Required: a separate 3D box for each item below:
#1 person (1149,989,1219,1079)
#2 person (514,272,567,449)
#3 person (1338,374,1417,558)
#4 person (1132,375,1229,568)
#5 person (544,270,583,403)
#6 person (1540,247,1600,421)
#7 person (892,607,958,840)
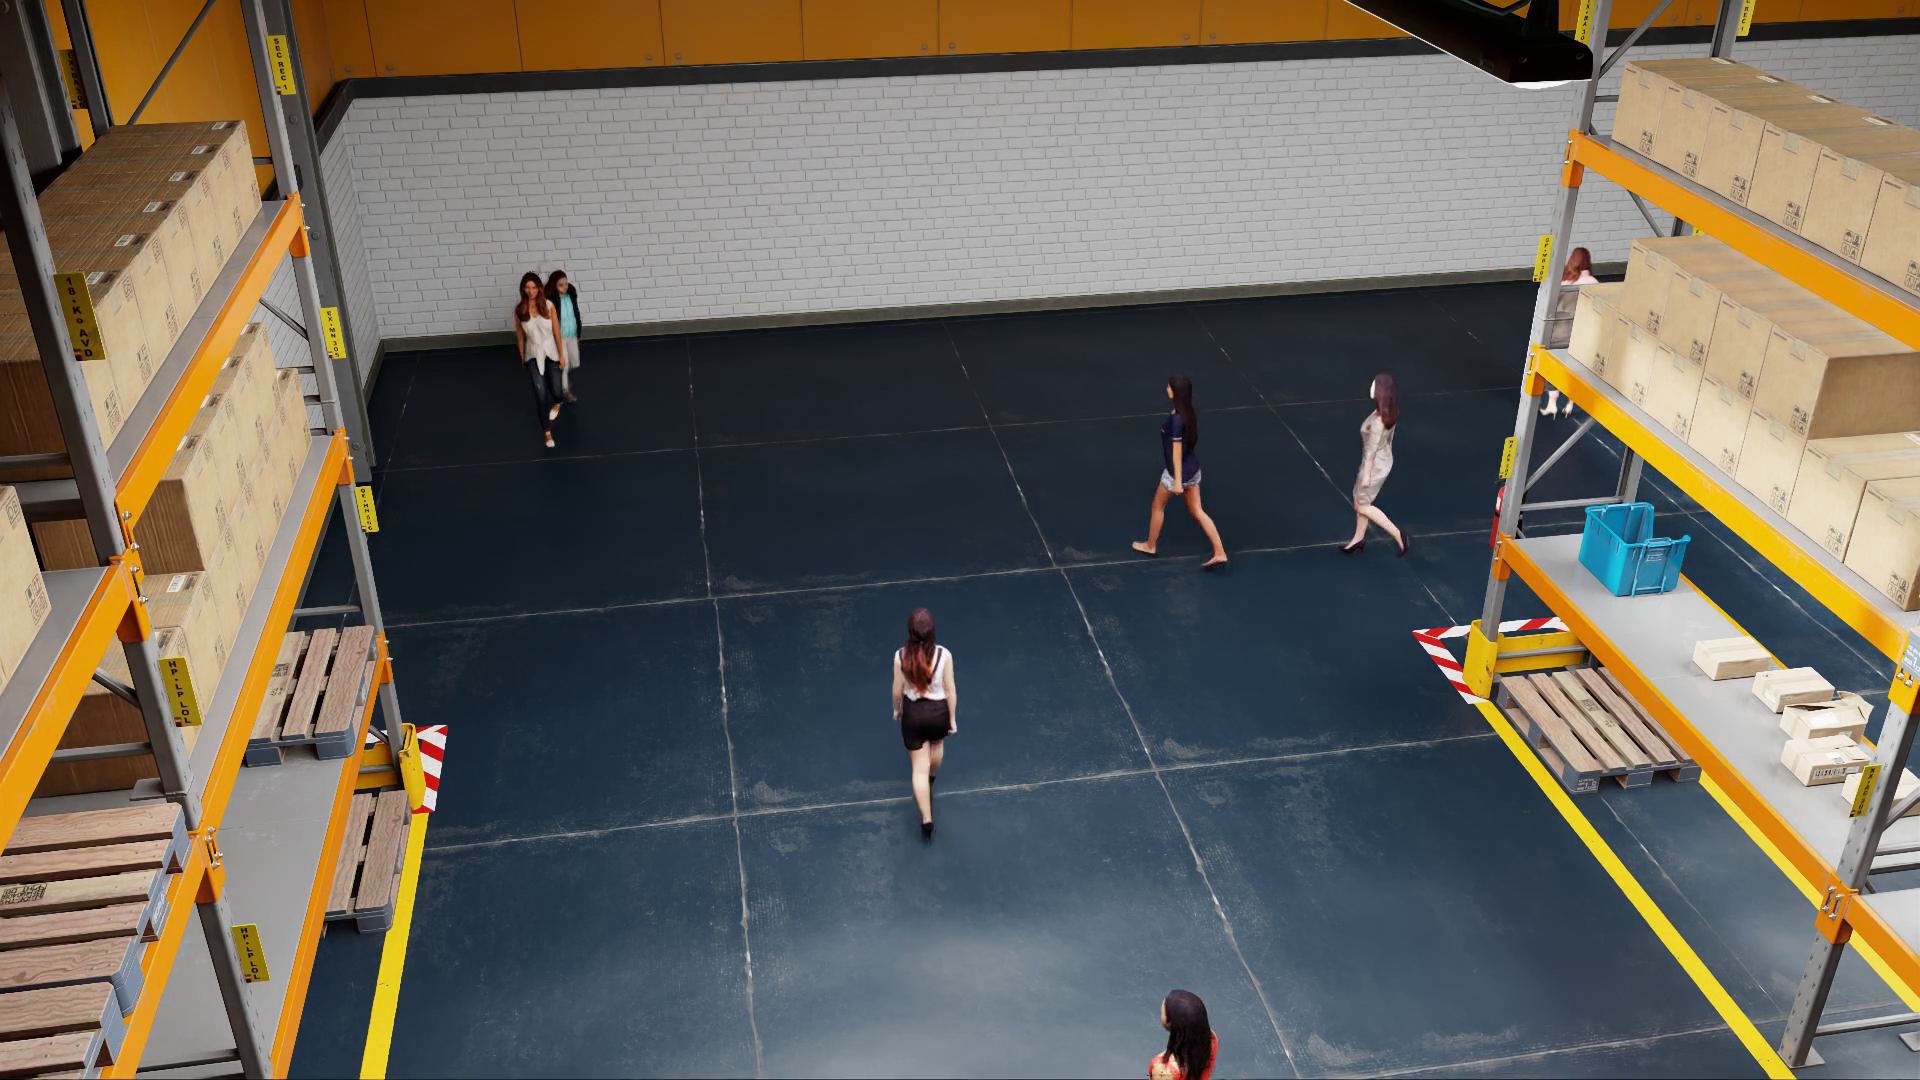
[{"bbox_3d":[1.116,2.873,7.926,0.800,1.699,0.905,-19,34,-31],"label":"person"},{"bbox_3d":[-4.127,-1.837,16.490,0.590,1.765,0.953,-3,29,-5],"label":"person"},{"bbox_3d":[3.607,-0.574,14.213,0.983,1.730,0.947,16,32,27],"label":"person"},{"bbox_3d":[1.965,-0.531,14.146,1.117,1.718,1.088,17,33,28],"label":"person"},{"bbox_3d":[-4.182,-2.147,17.373,0.874,1.465,0.795,22,36,35],"label":"person"},{"bbox_3d":[6.208,-2.094,16.925,0.633,1.800,0.535,-3,29,-5],"label":"person"},{"bbox_3d":[-0.224,1.248,10.995,0.628,1.613,1.001,-2,29,-4],"label":"person"}]
